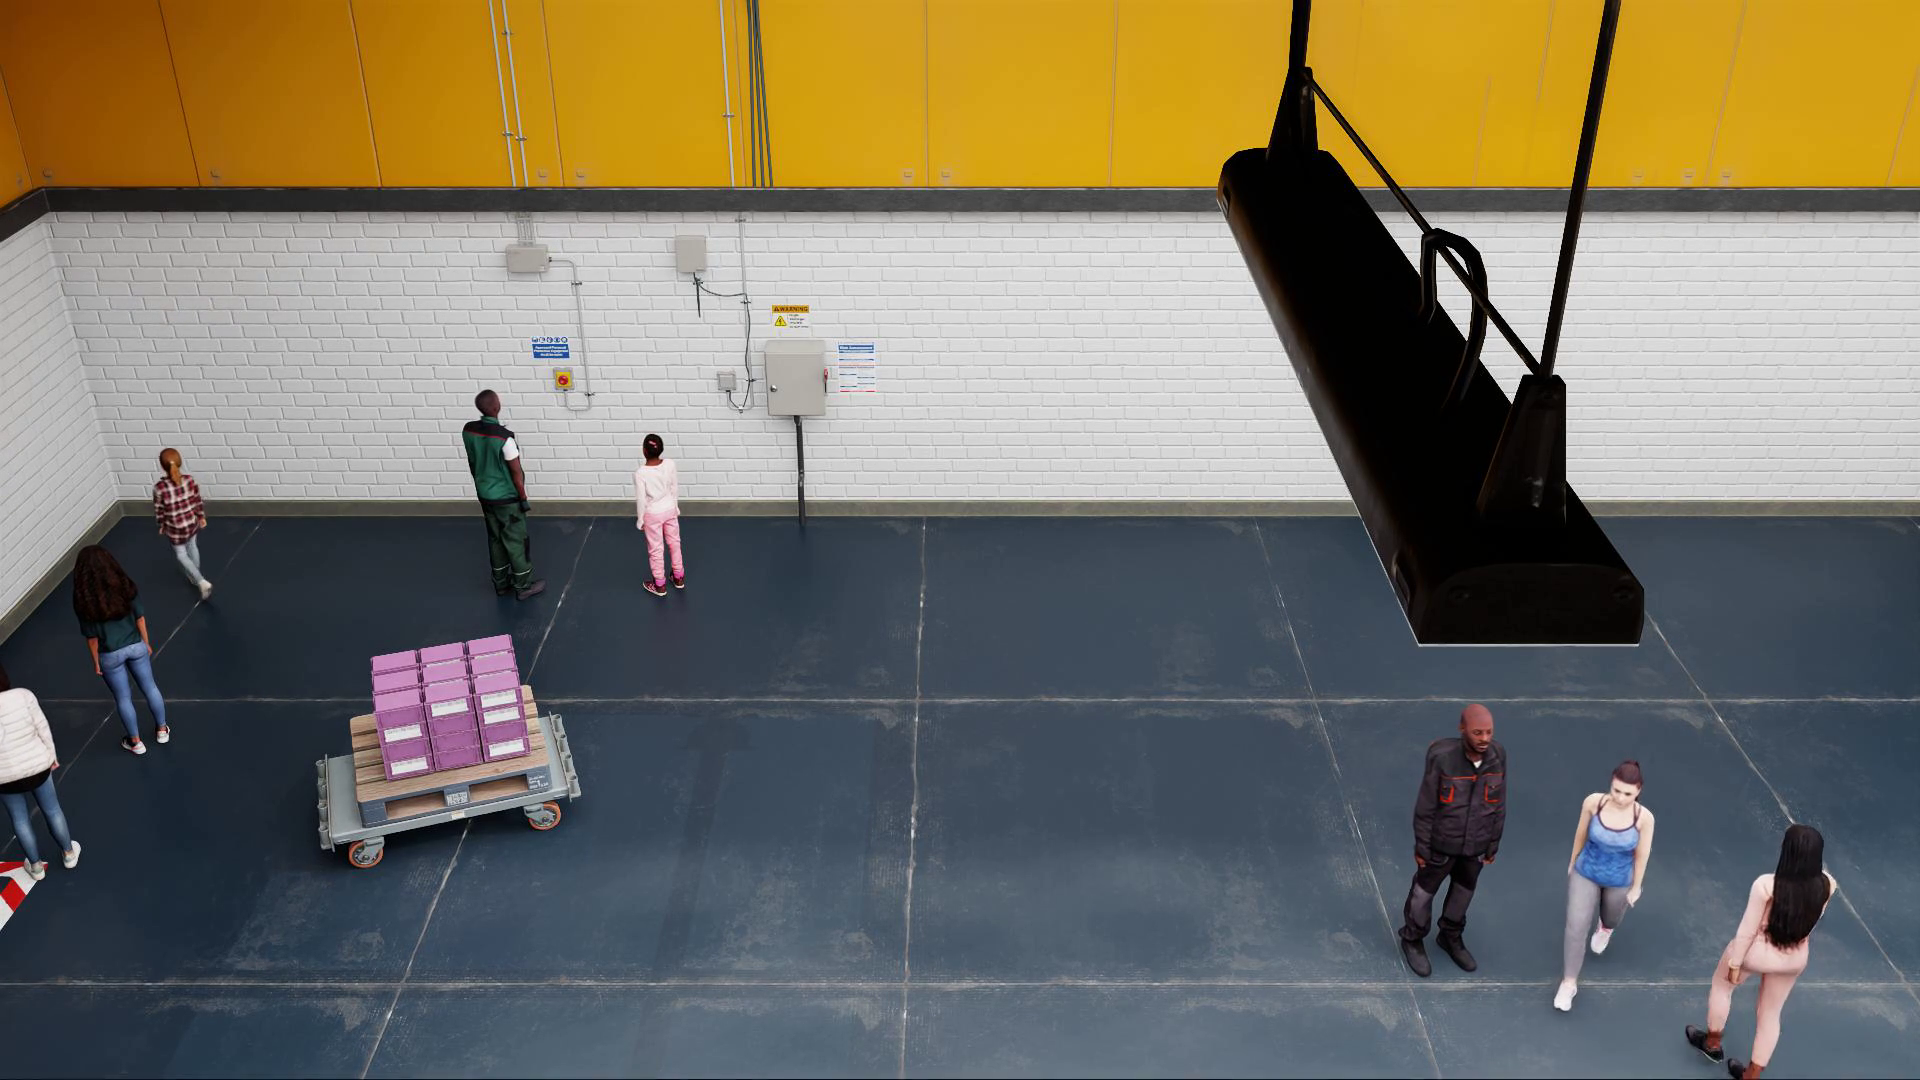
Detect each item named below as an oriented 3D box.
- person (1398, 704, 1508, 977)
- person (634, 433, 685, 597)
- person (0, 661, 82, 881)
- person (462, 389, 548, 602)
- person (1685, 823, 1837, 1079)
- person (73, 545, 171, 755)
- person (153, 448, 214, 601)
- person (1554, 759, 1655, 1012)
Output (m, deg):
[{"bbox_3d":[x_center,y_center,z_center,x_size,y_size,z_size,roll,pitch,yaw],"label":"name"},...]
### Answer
[{"bbox_3d":[2.881,1.706,9.708,0.724,1.822,0.640,-5,29,-8],"label":"person"},{"bbox_3d":[-2.465,-0.233,13.661,0.620,1.441,0.664,-21,35,-34],"label":"person"},{"bbox_3d":[-5.920,1.410,10.446,0.704,1.636,0.726,-17,33,-28],"label":"person"},{"bbox_3d":[-3.728,-0.370,13.496,0.778,1.839,0.773,14,31,23],"label":"person"},{"bbox_3d":[4.321,2.274,8.787,0.650,1.707,0.739,-1,29,-2],"label":"person"},{"bbox_3d":[-5.884,0.761,11.654,0.714,1.617,0.770,-24,37,-37],"label":"person"},{"bbox_3d":[-6.349,-0.120,13.613,0.901,1.288,0.861,23,36,35],"label":"person"},{"bbox_3d":[3.735,1.914,9.581,0.906,1.578,1.115,15,32,26],"label":"person"}]
